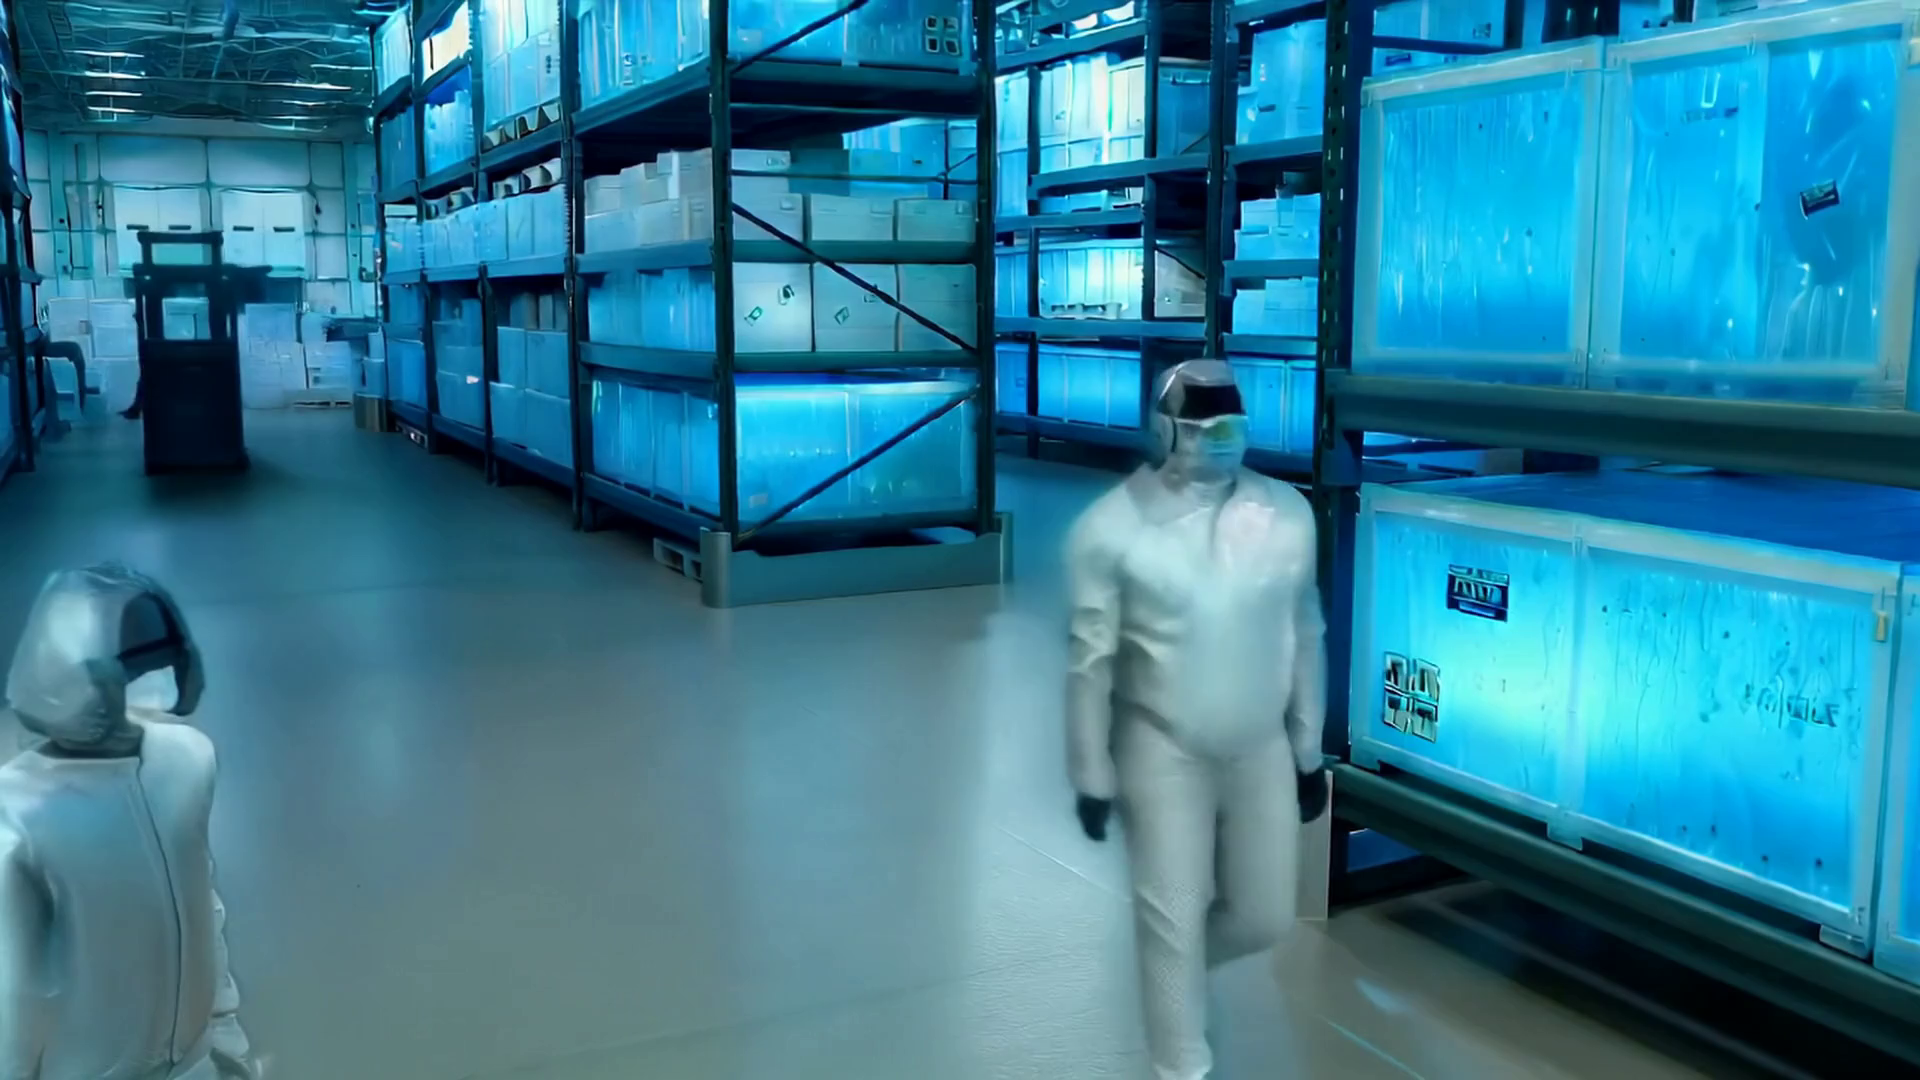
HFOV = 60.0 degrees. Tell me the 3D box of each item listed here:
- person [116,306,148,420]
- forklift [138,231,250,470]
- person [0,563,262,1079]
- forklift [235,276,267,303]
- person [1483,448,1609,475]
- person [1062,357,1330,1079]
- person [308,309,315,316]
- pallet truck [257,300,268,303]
[{"bbox_3d":[-13.758,-2.969,27.909,0.925,1.893,0.573,-4,9,-23],"label":"person"},{"bbox_3d":[-9.357,-2.331,20.161,1.129,2.768,1.873,-4,9,-26],"label":"forklift"},{"bbox_3d":[-1.269,0.843,2.545,0.279,1.634,0.499,2,8,12],"label":"person"},{"bbox_3d":[-17.862,-5.470,41.809,1.129,2.768,1.873,-4,9,-26],"label":"forklift"},{"bbox_3d":[2.399,0.097,6.876,0.943,1.874,0.634,-4,9,-28],"label":"person"},{"bbox_3d":[0.557,0.504,3.996,0.656,1.891,0.671,-3,9,-19],"label":"person"},{"bbox_3d":[-21.725,-6.932,56.007,0.538,1.682,0.535,-5,10,-31],"label":"person"},{"bbox_3d":[-23.913,-7.404,58.171,1.885,1.965,0.823,-1,8,-9],"label":"pallet truck"}]
